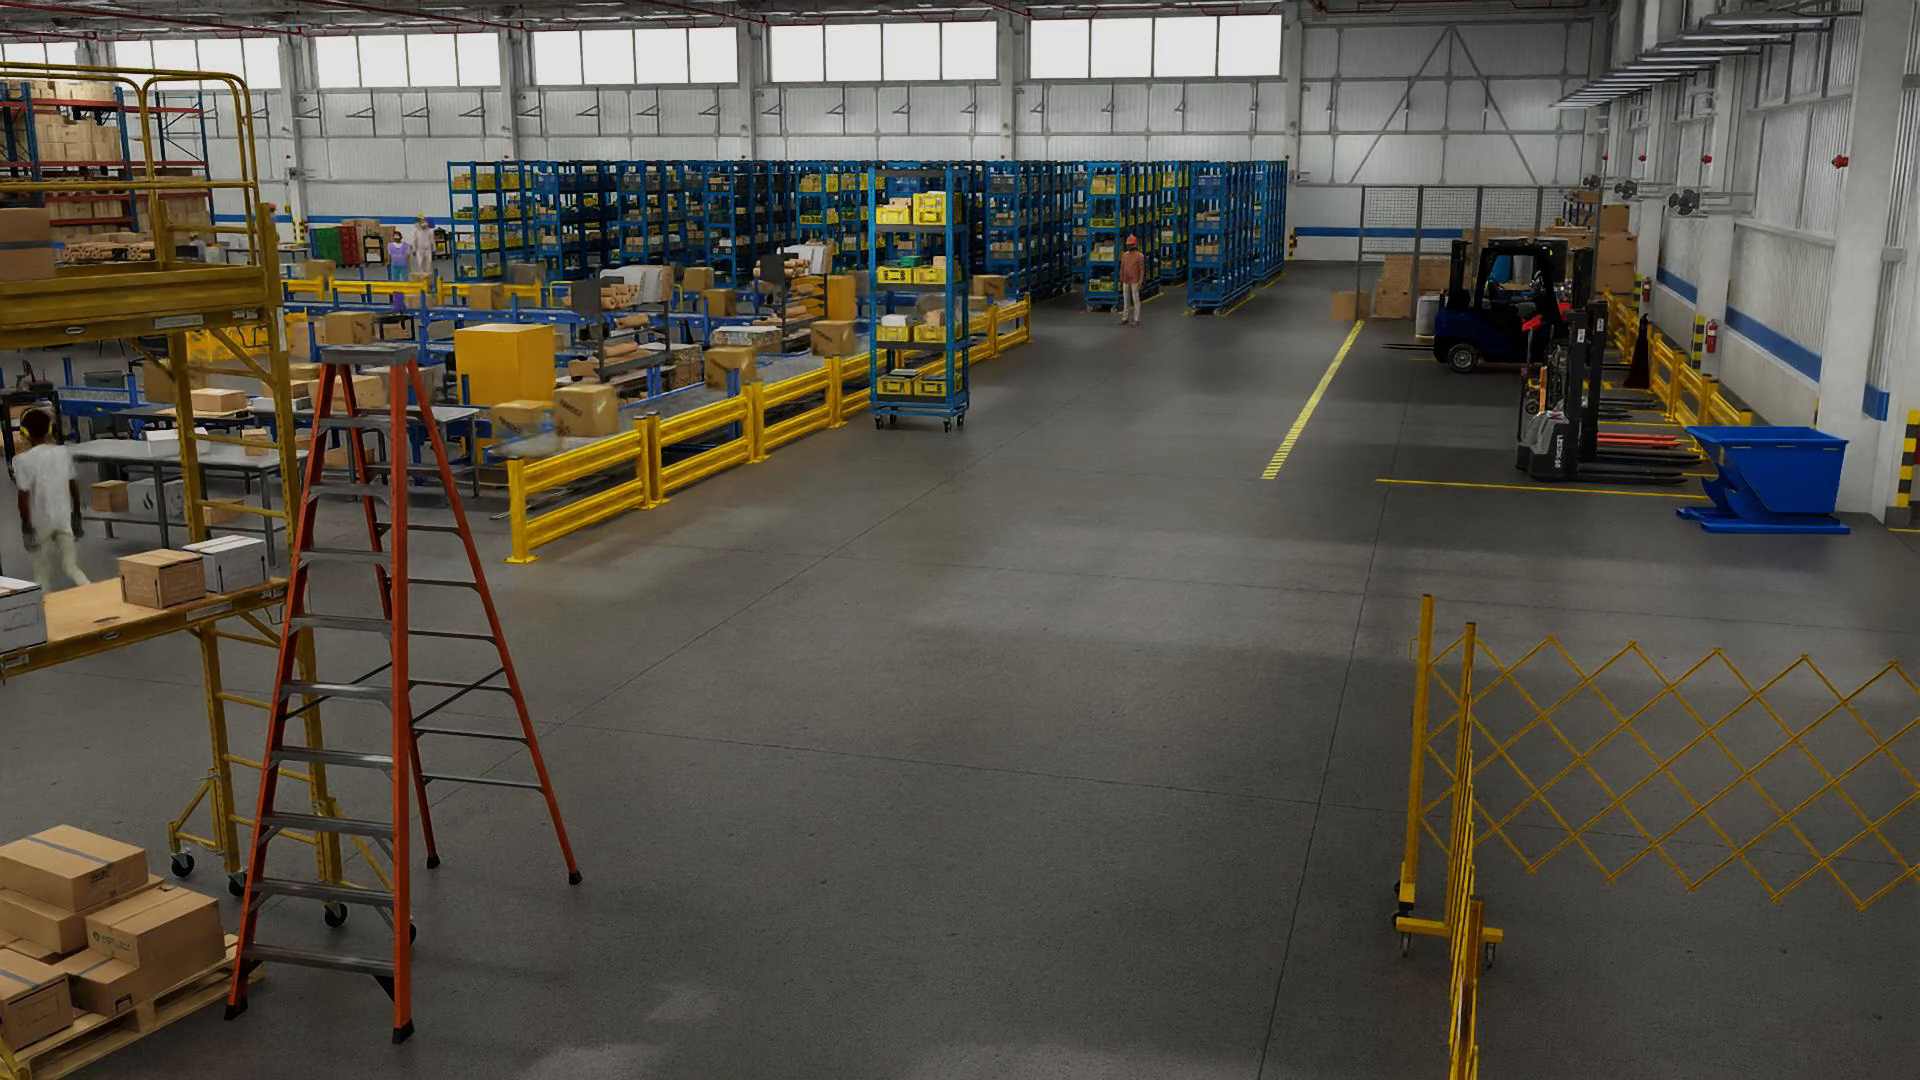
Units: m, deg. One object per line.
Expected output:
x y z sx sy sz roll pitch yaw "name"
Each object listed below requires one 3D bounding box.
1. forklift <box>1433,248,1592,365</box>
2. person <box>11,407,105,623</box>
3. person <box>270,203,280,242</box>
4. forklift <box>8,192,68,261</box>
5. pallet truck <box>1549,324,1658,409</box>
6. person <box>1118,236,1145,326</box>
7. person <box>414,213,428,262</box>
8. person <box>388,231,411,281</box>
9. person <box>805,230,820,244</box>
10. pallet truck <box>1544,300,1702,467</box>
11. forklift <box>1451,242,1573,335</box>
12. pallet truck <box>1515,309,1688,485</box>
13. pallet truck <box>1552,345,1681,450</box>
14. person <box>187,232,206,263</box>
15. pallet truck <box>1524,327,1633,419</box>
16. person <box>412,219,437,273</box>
9.780 -4.111 29.280 2.680 1.987 1.157 3 13 14 "forklift"
-7.114 -0.124 13.079 0.687 1.851 0.506 9 16 33 "person"
-27.248 -12.367 65.829 0.858 1.910 0.549 6 14 24 "person"
-28.808 -9.529 51.433 1.129 2.768 1.873 4 14 16 "forklift"
9.824 -2.669 25.407 1.601 1.201 0.680 4 14 16 "pallet truck"
3.828 -5.797 37.247 0.625 1.990 0.395 11 17 39 "person"
-19.144 -10.739 59.166 0.485 1.734 0.346 -8 15 -31 "person"
-14.510 -7.075 43.092 0.565 1.846 0.390 -1 13 -6 "person"
-3.865 -7.368 44.386 0.404 1.832 0.600 12 18 43 "person"
8.263 -1.952 20.631 1.885 1.965 0.823 5 14 20 "pallet truck"
10.464 -4.597 31.405 2.680 1.987 1.157 4 14 16 "forklift"
7.554 -1.677 19.446 1.885 1.965 0.823 3 13 14 "pallet truck"
8.641 -1.896 21.908 1.630 1.274 0.653 4 14 16 "pallet truck"
-20.538 -7.469 44.855 0.501 1.814 0.605 5 14 20 "person"
9.065 -2.460 24.370 1.522 1.261 0.704 3 13 14 "pallet truck"
-16.155 -8.750 50.238 0.682 1.877 0.764 -6 14 -24 "person"
